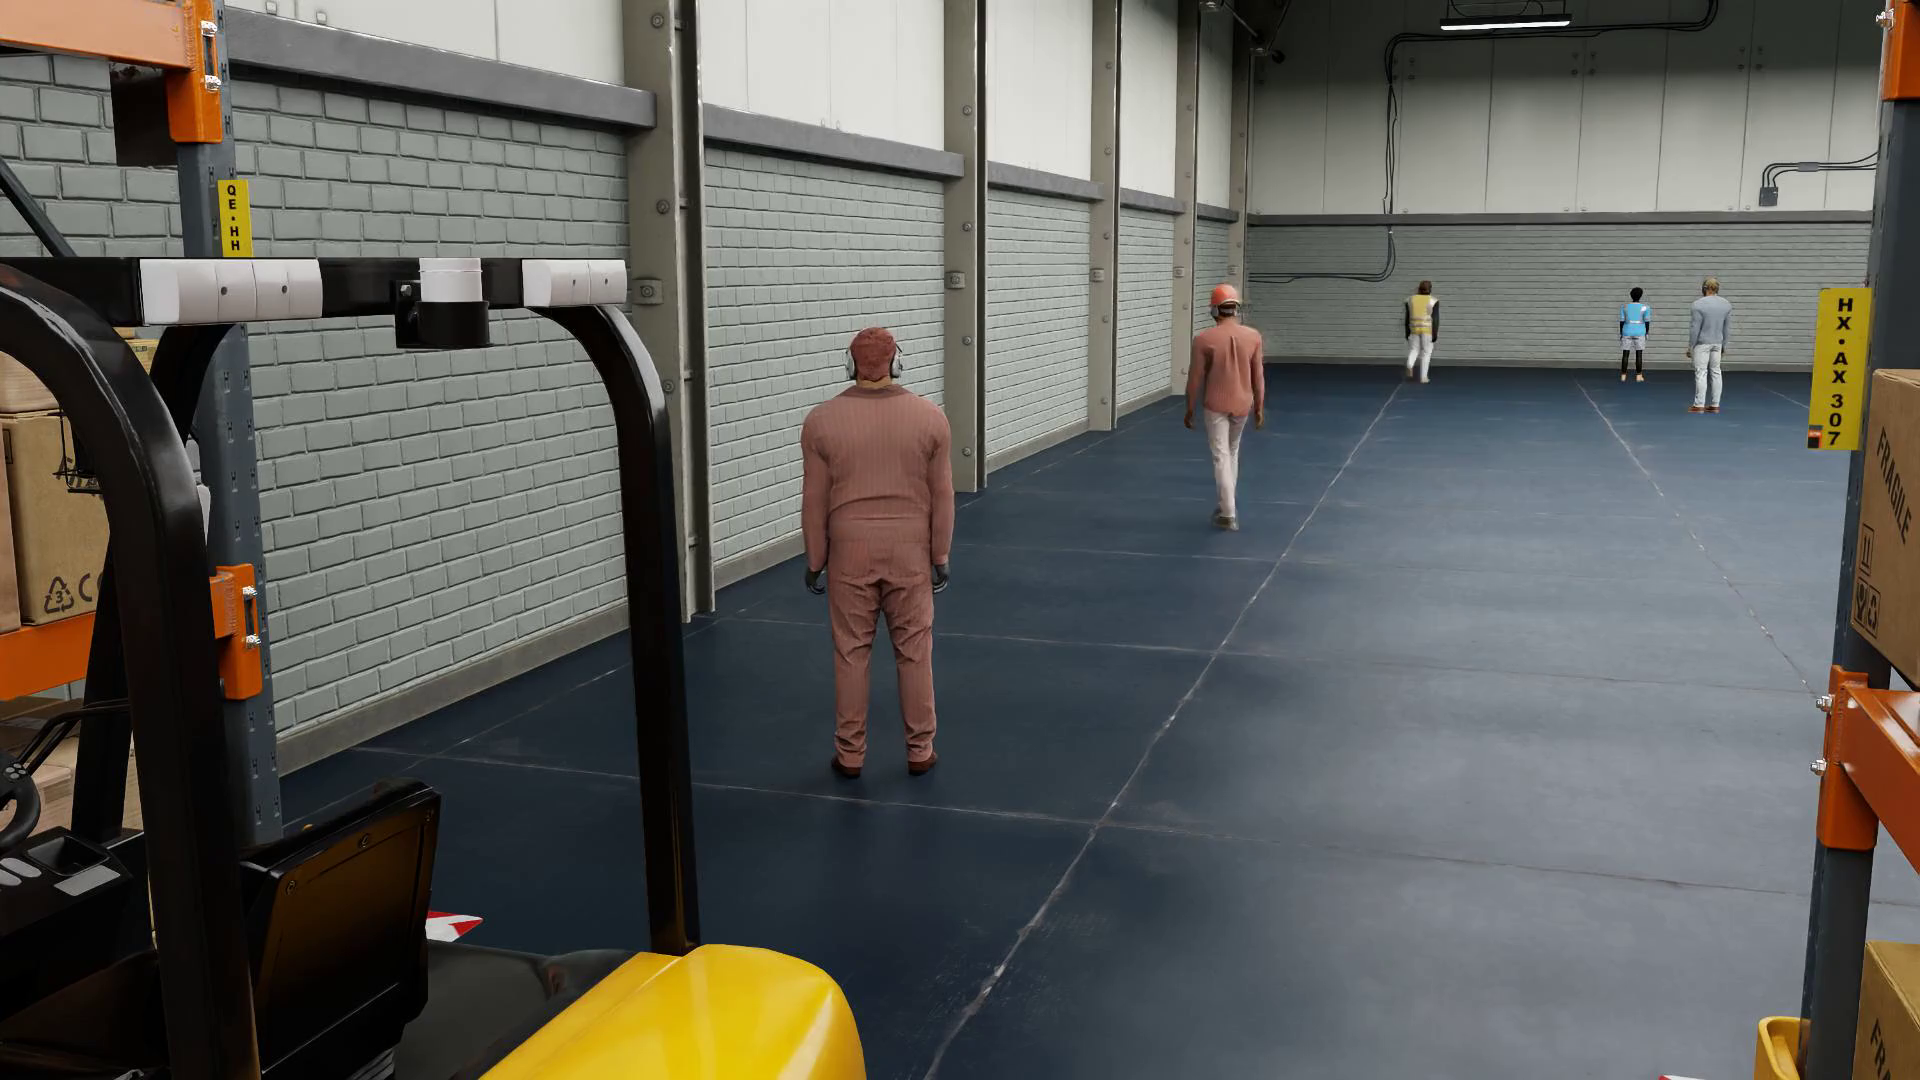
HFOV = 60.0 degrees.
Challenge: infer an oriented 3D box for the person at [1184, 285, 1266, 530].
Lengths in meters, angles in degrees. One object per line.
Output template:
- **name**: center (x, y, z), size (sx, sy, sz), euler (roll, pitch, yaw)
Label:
- **person**: center (2.128, -1.098, 13.659), size (0.634, 1.966, 0.804), euler (-3, 10, -16)

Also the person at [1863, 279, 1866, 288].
- **person**: center (16.285, -3.790, 29.933), size (0.662, 1.894, 0.515), euler (3, 10, 16)

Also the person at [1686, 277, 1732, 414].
- **person**: center (10.669, -2.770, 23.736), size (0.632, 1.938, 0.359), euler (-2, 10, -13)

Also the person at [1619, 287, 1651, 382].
- **person**: center (12.162, -3.701, 30.004), size (0.540, 1.696, 0.316), euler (6, 11, 30)

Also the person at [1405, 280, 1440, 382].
- **person**: center (8.245, -3.718, 29.694), size (0.637, 1.832, 0.525), euler (7, 12, 35)

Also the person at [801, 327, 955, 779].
- **person**: center (-0.344, 0.060, 6.999), size (0.638, 1.902, 0.407), euler (-1, 10, -6)
